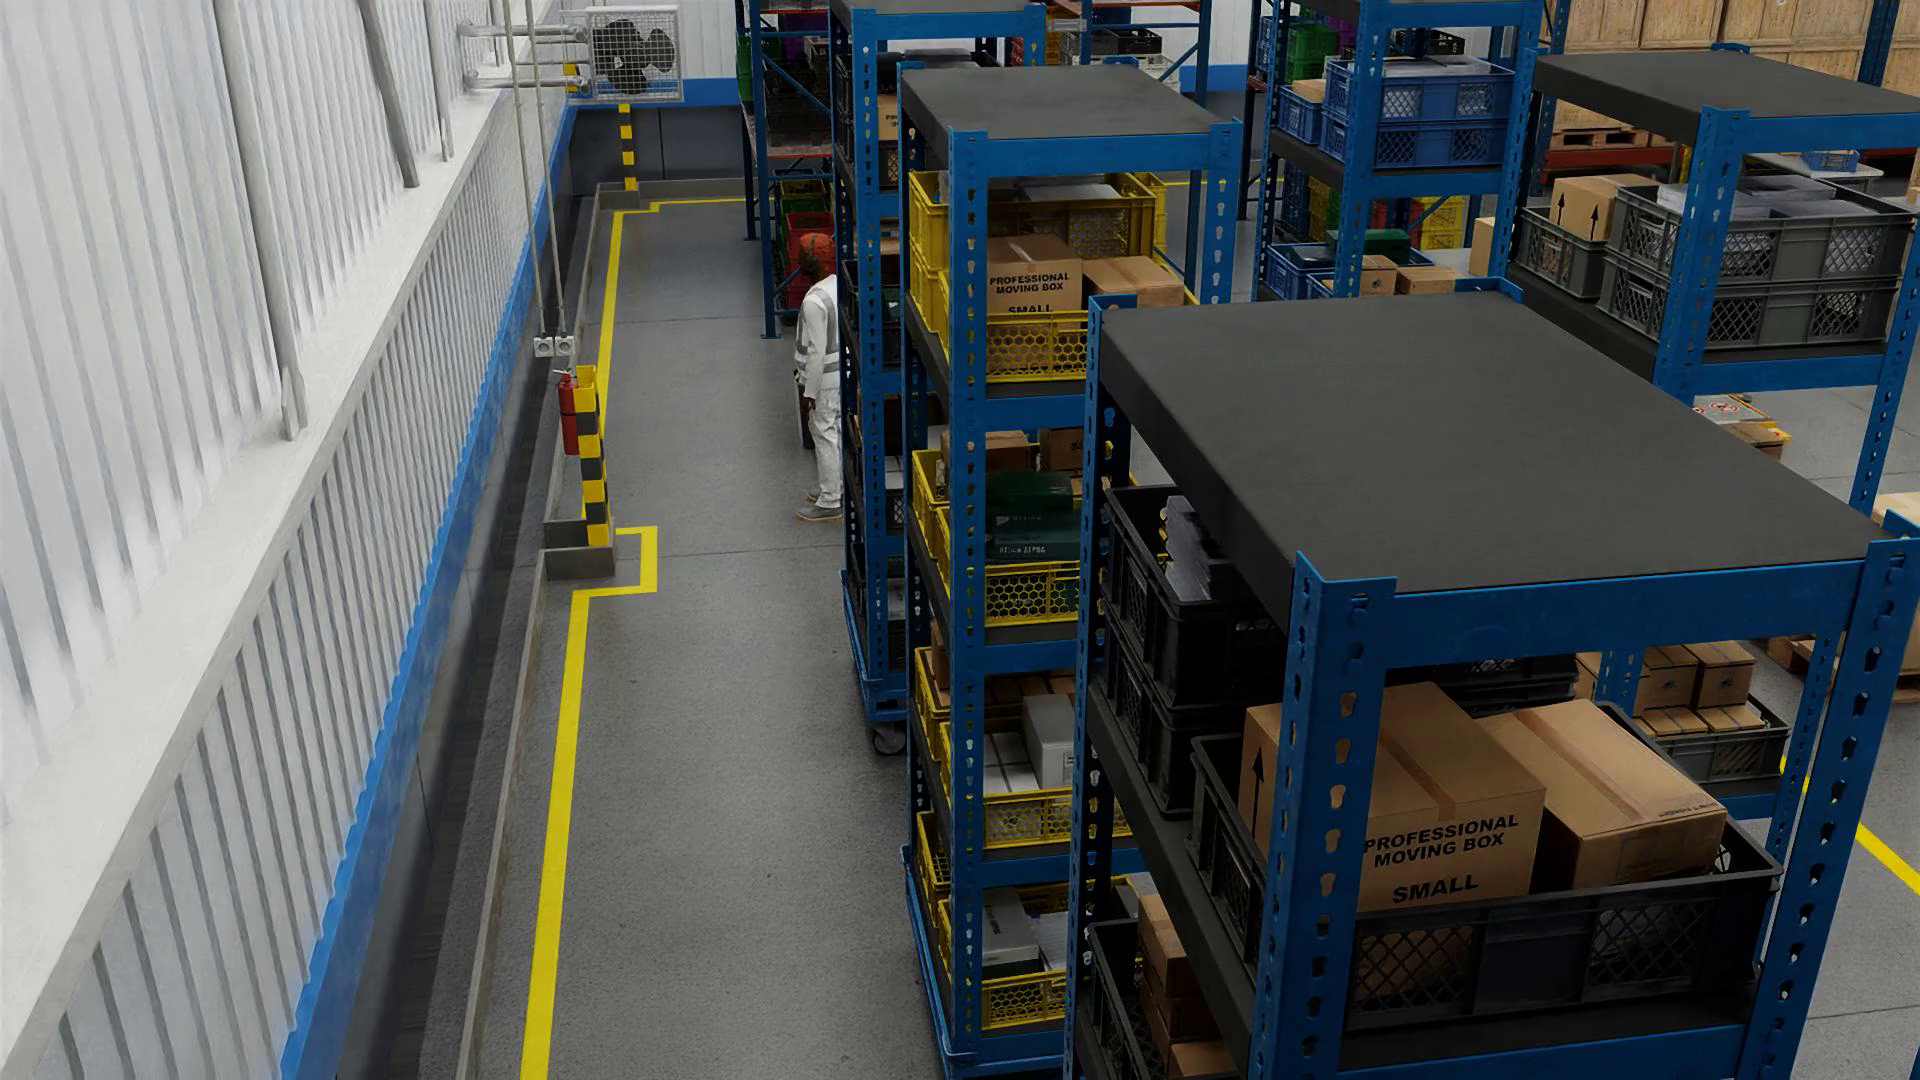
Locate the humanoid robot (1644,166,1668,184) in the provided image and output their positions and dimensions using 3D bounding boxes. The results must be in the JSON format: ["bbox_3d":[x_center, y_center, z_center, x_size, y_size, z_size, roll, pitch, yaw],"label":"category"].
[{"bbox_3d":[5.419,-2.206,13.427,0.622,1.637,0.454,8,26,17],"label":"humanoid robot"}]

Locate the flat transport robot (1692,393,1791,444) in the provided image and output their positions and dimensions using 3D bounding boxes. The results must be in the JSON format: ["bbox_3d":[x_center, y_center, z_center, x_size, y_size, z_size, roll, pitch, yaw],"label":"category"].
[{"bbox_3d":[5.224,-0.859,12.132,1.431,0.197,0.652,-4,25,-8],"label":"flat transport robot"}]

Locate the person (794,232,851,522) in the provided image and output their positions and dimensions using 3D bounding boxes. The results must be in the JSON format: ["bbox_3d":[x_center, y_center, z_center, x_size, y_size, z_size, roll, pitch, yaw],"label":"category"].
[{"bbox_3d":[-0.882,-1.031,10.610,0.355,1.882,0.574,5,25,10],"label":"person"}]

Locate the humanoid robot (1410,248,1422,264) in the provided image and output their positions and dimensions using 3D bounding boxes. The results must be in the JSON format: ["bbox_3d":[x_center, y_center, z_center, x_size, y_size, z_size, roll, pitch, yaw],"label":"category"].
[{"bbox_3d":[2.917,-1.115,11.032,0.570,1.649,0.348,7,25,14],"label":"humanoid robot"}]

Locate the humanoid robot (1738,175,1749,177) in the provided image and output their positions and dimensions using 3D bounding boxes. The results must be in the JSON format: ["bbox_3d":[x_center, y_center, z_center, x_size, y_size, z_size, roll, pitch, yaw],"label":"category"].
[{"bbox_3d":[5.970,-2.097,13.233,0.582,1.632,0.782,-9,26,-19],"label":"humanoid robot"}]
